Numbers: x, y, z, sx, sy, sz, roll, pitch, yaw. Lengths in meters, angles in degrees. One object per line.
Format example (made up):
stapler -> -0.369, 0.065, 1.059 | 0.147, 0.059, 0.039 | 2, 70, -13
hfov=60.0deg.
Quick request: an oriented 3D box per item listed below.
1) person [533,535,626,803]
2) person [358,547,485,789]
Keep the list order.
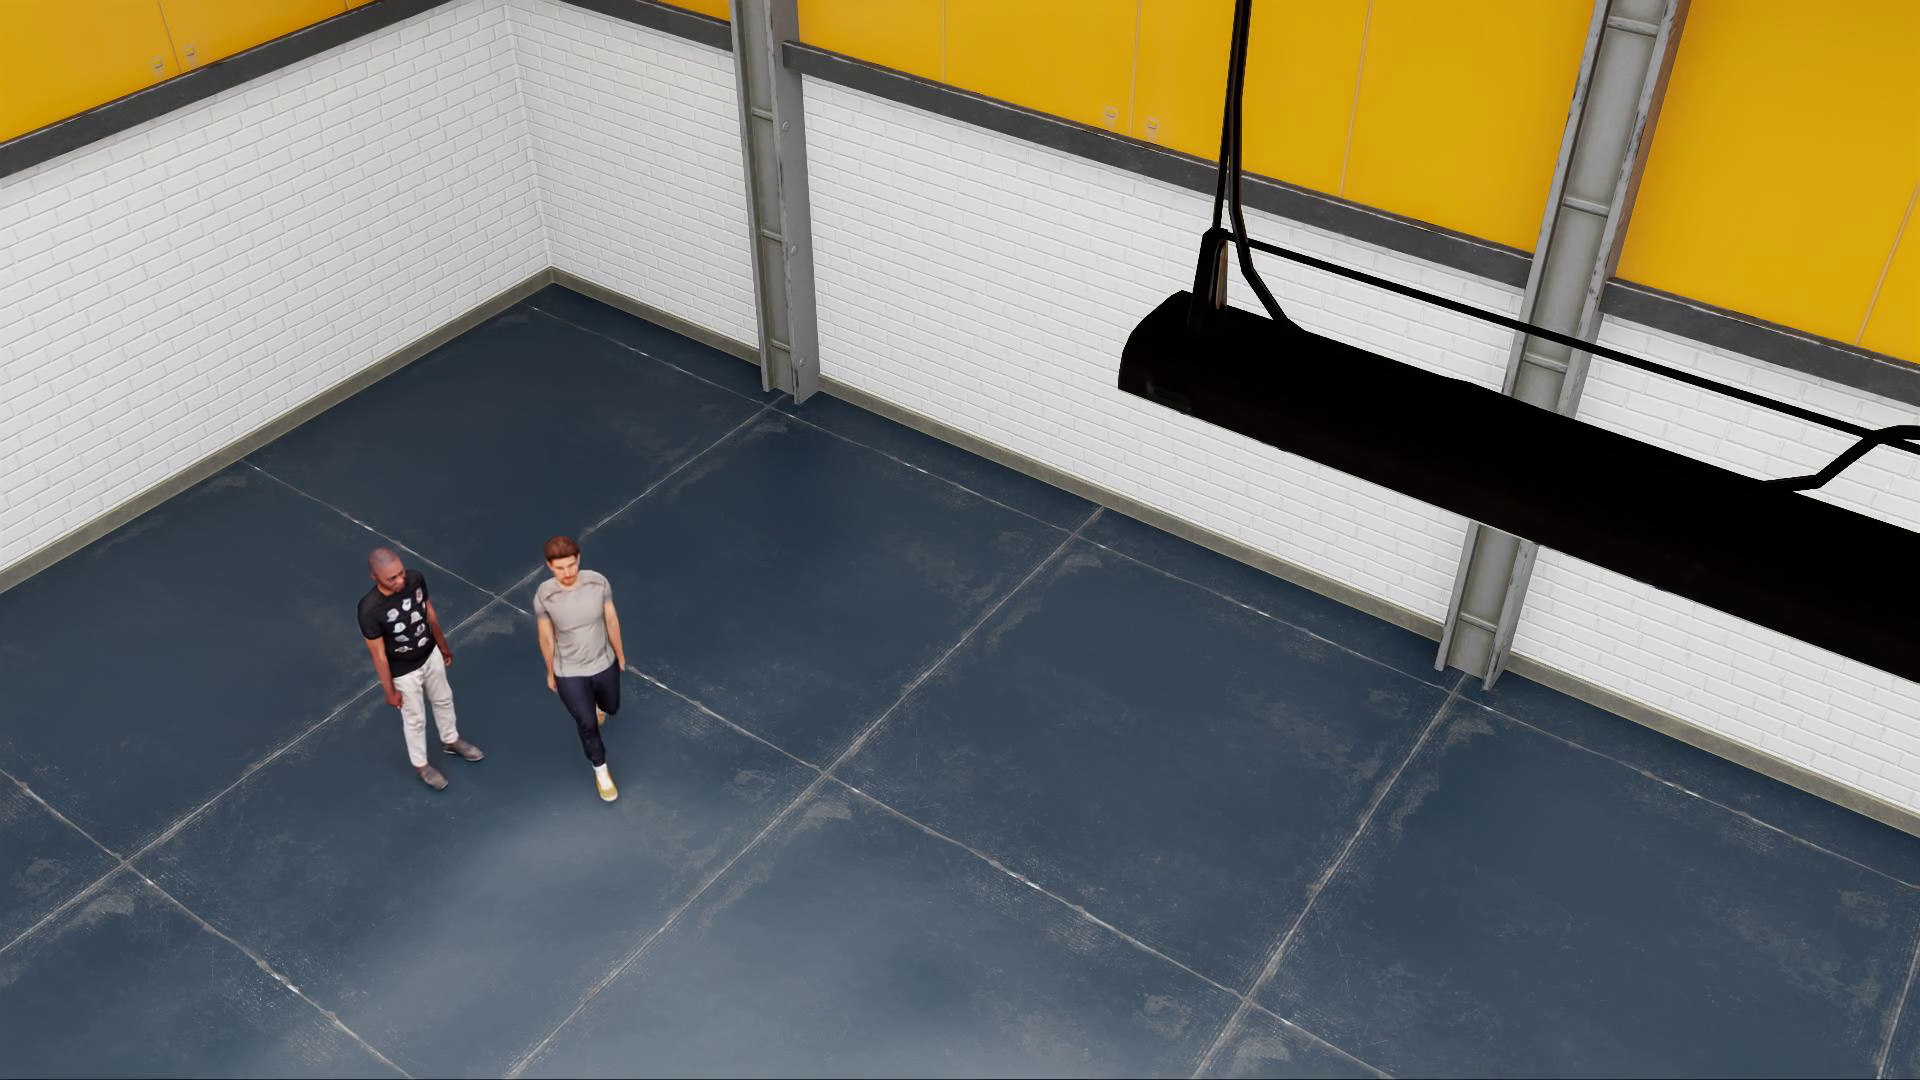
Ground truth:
person -> -2.299, 0.696, 10.097 | 0.968, 1.879, 1.134 | -15, 41, -18
person -> -3.340, 0.739, 10.106 | 0.630, 1.800, 0.680 | 20, 43, 23
